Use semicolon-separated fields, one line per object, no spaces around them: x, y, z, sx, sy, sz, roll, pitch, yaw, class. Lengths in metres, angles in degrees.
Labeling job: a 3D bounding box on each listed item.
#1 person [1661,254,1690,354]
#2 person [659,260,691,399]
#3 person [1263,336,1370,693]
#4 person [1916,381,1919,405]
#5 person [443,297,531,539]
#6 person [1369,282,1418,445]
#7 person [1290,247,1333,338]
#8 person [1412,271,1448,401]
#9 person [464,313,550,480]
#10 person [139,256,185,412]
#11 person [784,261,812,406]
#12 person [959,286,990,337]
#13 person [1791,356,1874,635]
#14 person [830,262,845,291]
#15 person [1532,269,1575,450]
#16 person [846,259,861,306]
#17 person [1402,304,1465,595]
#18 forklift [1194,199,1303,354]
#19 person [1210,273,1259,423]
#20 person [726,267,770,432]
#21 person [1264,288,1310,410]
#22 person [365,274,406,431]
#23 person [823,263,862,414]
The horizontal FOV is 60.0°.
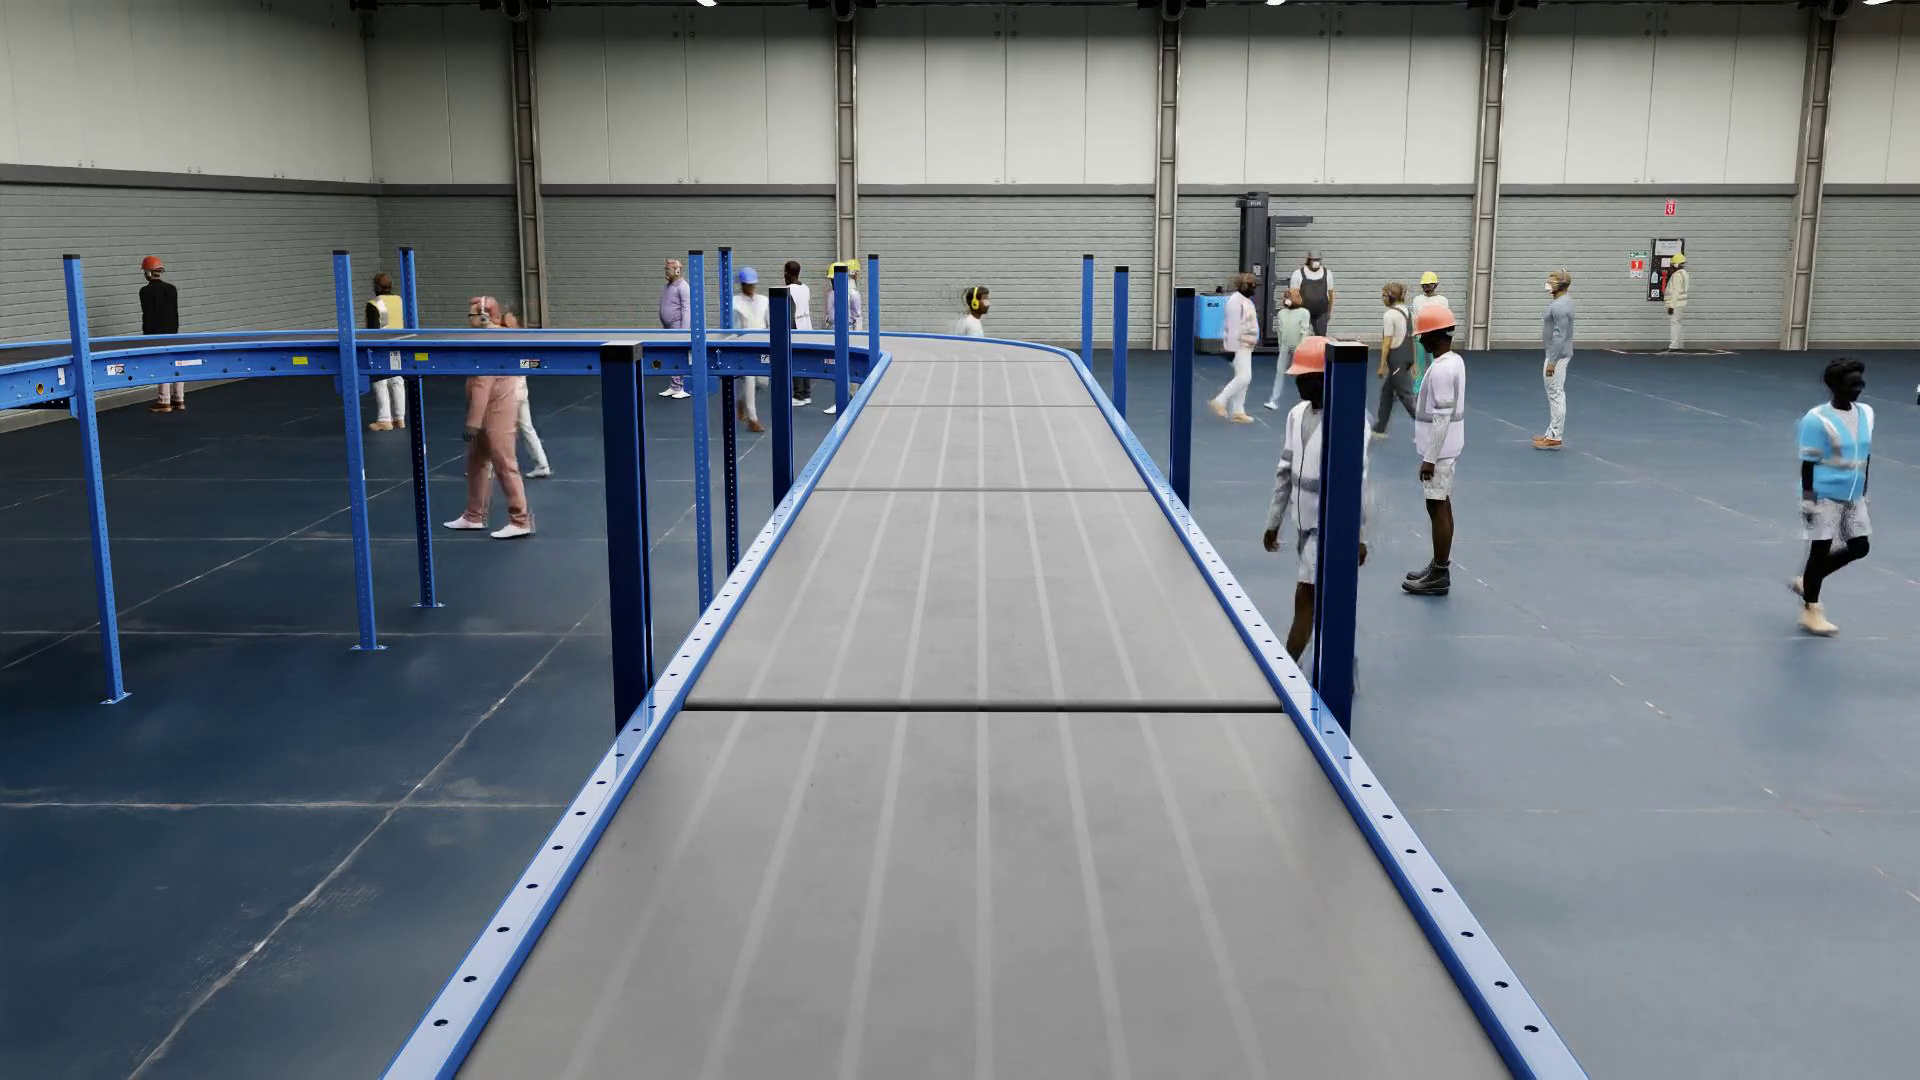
13.172;-4.335;30.596;0.403;1.816;0.622;9;14;38;person
-3.976;-2.936;23.149;0.409;1.913;0.646;-8;14;-35;person
1.731;-0.080;8.506;0.904;1.895;0.562;-5;12;-23;person
10.398;-1.849;17.471;0.553;1.952;0.609;-4;12;-20;person
-3.765;-0.938;12.963;0.810;1.884;0.654;-2;11;-11;person
4.927;-1.963;18.474;0.937;1.805;0.507;9;14;38;person
5.676;-3.701;26.855;0.695;2.000;0.654;1;11;5;person
6.339;-2.749;22.564;0.533;1.767;0.327;10;15;42;person
-4.337;-1.370;15.914;0.785;1.598;0.538;1;11;3;person
-10.376;-2.671;21.569;0.384;1.996;0.610;3;11;16;person
-2.179;-2.768;22.268;0.370;1.916;0.597;4;12;18;person
0.086;-1.616;16.605;0.973;1.831;0.538;2;11;10;person
5.260;-0.277;10.068;0.546;1.680;0.413;-4;12;-19;person
-2.172;-3.807;28.061;0.670;1.738;0.542;0;11;-1;person
6.464;-1.963;18.078;0.372;1.940;0.631;4;12;20;person
-1.885;-3.727;27.490;0.571;1.802;0.630;-5;12;-23;person
3.172;-0.607;11.140;0.374;1.927;0.542;5;12;23;person
5.313;-4.851;30.603;1.873;2.768;1.129;0;11;1;forklift
3.415;-2.339;20.309;0.467;1.823;0.641;5;12;22;person
-2.509;-2.272;19.702;0.621;1.925;0.721;-9;14;-39;person
4.300;-2.473;21.602;0.501;1.586;0.859;9;14;40;person
-6.818;-2.224;19.736;0.429;1.831;0.671;5;12;24;person
-1.503;-2.538;21.060;0.594;1.924;0.383;10;15;43;person
